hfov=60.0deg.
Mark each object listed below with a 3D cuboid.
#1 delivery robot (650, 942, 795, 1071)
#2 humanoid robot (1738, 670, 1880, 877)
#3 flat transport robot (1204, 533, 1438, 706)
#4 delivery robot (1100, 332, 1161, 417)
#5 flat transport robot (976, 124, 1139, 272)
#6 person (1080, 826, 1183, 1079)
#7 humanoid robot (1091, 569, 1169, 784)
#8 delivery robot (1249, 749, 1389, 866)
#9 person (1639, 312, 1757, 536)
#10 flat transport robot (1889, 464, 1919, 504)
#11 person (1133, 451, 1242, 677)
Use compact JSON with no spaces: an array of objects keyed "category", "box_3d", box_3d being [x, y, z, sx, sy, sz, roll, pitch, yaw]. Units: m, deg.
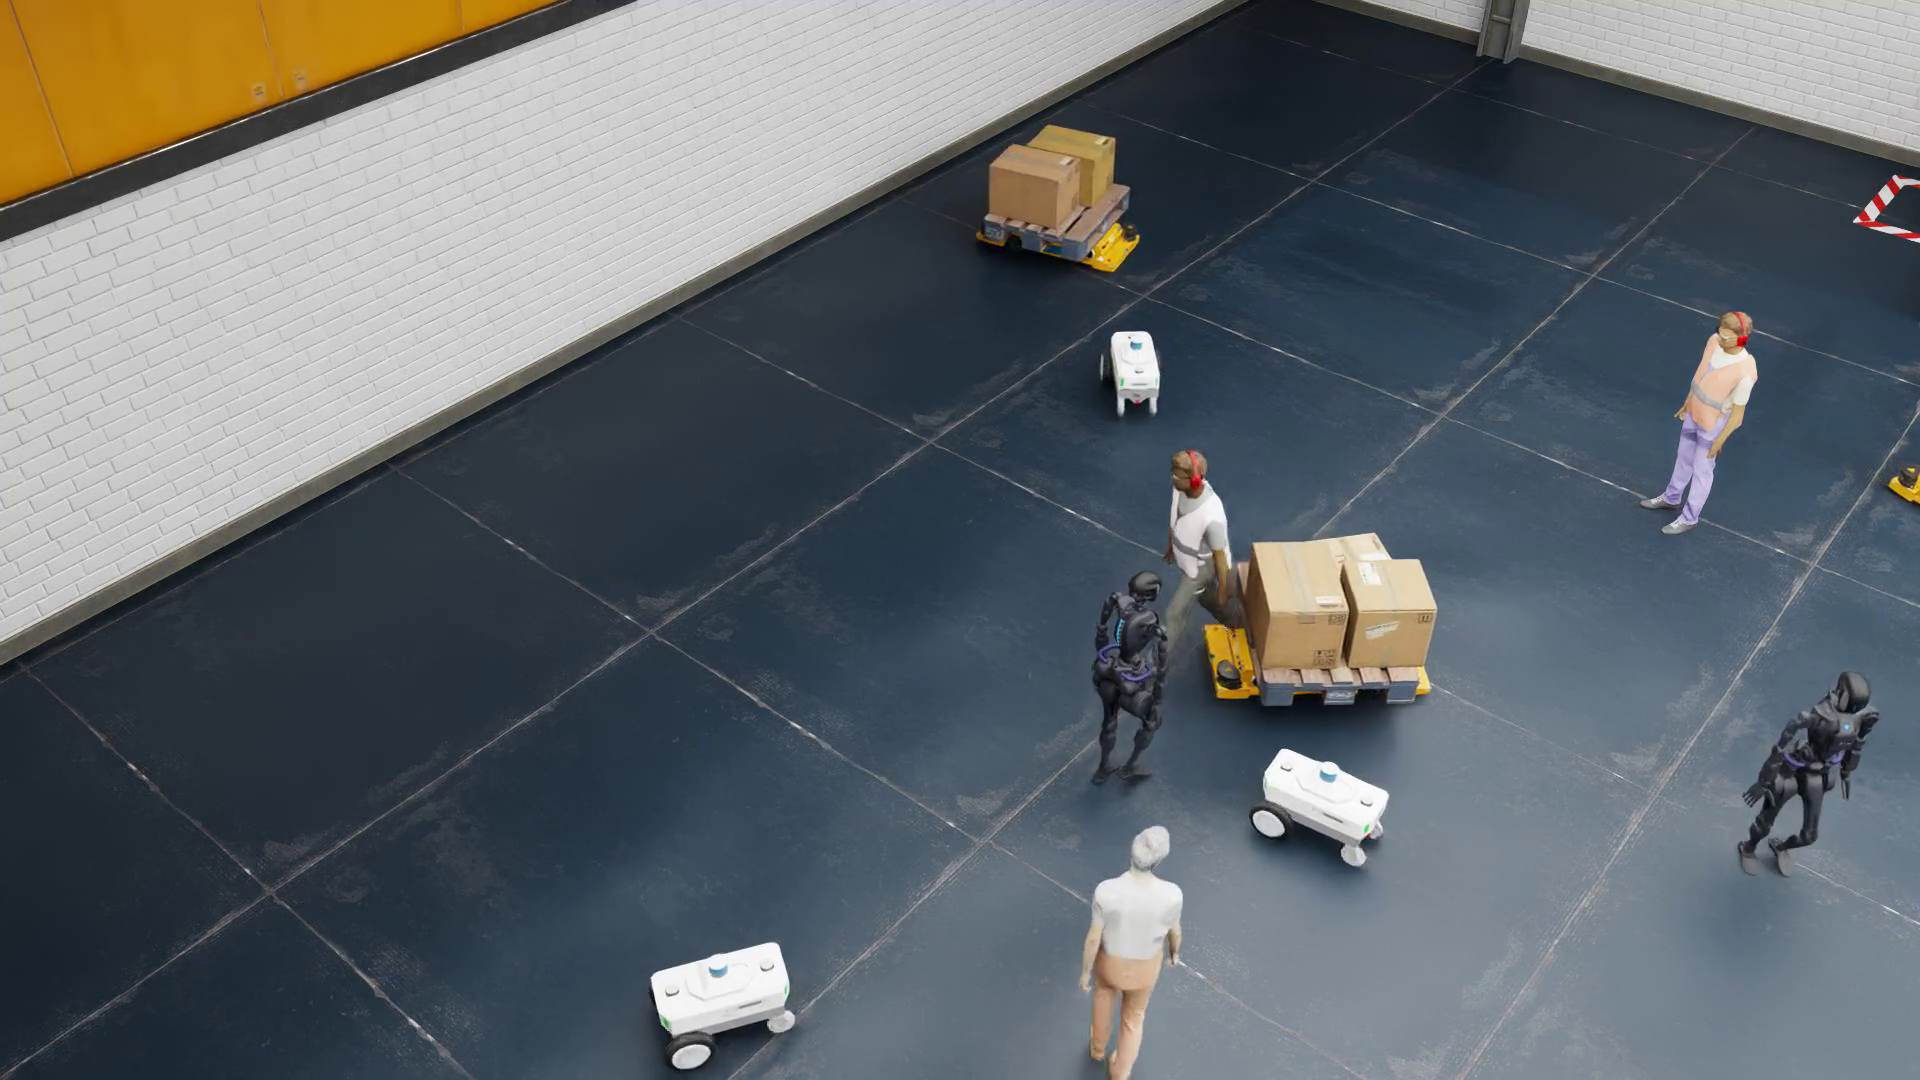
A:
[{"category":"delivery robot","box_3d":[-1.306,2.478,8.999,0.815,0.614,0.499,-12,40,-14]},{"category":"humanoid robot","box_3d":[4.823,1.338,9.505,0.608,1.644,0.350,-5,39,-6]},{"category":"flat transport robot","box_3d":[2.421,0.781,11.317,1.431,0.231,0.659,-1,39,-1]},{"category":"delivery robot","box_3d":[1.447,-1.427,13.845,0.499,0.614,0.791,-1,39,-1]},{"category":"flat transport robot","box_3d":[0.936,-2.935,15.929,1.431,0.231,0.659,17,42,20]},{"category":"person","box_3d":[0.868,2.147,8.473,0.489,1.704,0.599,6,39,7]},{"category":"humanoid robot","box_3d":[1.007,0.846,10.121,0.353,1.645,0.612,-29,47,-31]},{"category":"delivery robot","box_3d":[2.172,1.584,10.108,0.791,0.614,0.499,22,44,25]},{"category":"person","box_3d":[5.445,-0.860,12.102,0.391,1.840,0.564,-5,39,-6]},{"category":"flat transport robot","box_3d":[7.831,-0.172,12.500,0.659,0.231,1.431,-18,42,-21]},{"category":"person","box_3d":[1.582,0.152,10.900,0.953,1.789,0.600,-7,39,-8]}]
